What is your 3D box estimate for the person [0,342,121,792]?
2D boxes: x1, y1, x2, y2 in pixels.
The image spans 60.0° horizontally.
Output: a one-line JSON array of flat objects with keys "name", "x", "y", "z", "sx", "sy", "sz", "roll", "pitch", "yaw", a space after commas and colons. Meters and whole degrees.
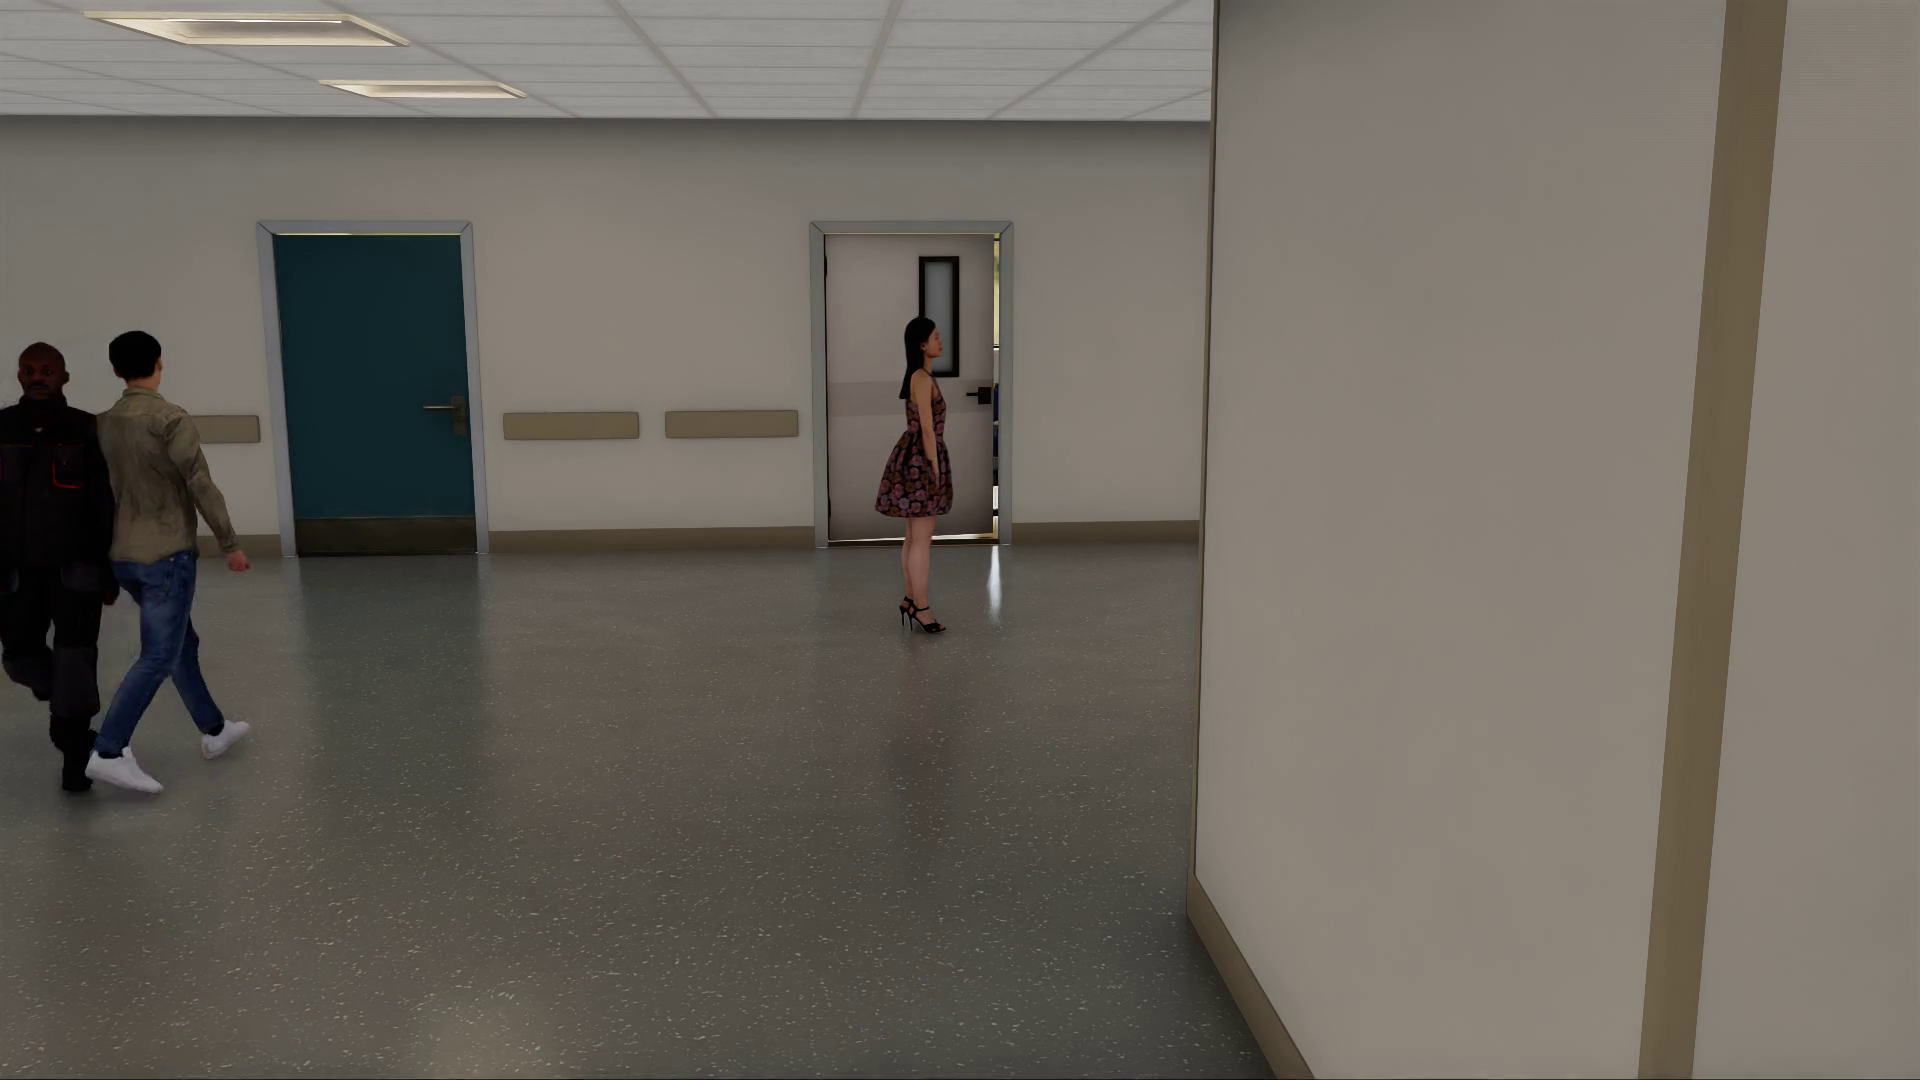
[{"name": "person", "x": -3.772, "y": 0.086, "z": 6.930, "sx": 0.974, "sy": 1.807, "sz": 0.860, "roll": -3, "pitch": 11, "yaw": -16}]

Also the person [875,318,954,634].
[{"name": "person", "x": -0.212, "y": -0.370, "z": 9.423, "sx": 0.673, "sy": 1.773, "sz": 0.669, "roll": -2, "pitch": 11, "yaw": -9}]

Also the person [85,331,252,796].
[{"name": "person", "x": -3.349, "y": 0.097, "z": 6.808, "sx": 1.172, "sy": 1.831, "sz": 1.173, "roll": 7, "pitch": 13, "yaw": 33}]
